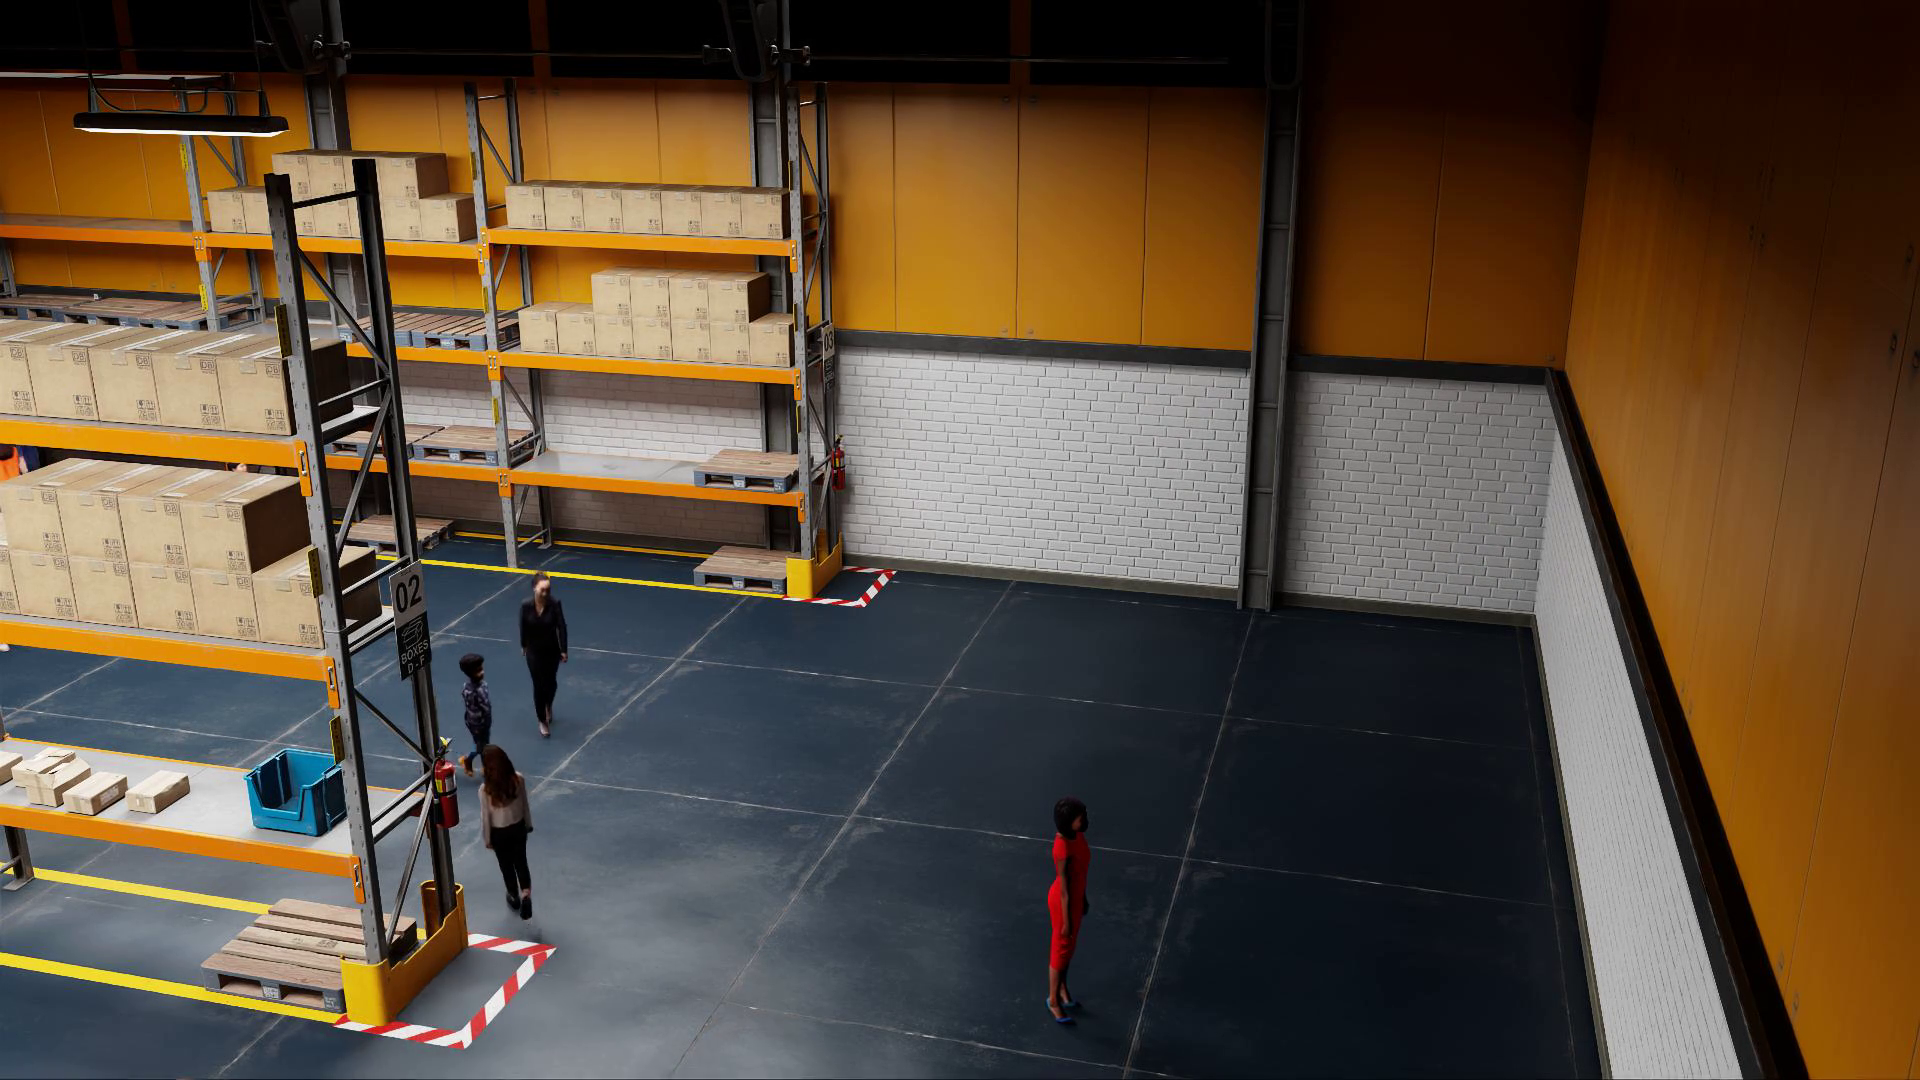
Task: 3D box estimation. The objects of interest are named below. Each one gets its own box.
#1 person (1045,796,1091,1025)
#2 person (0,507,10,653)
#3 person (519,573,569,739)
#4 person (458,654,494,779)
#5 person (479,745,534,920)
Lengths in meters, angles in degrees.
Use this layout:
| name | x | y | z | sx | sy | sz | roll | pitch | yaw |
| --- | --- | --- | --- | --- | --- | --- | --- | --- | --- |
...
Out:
| name | x | y | z | sx | sy | sz | roll | pitch | yaw |
| --- | --- | --- | --- | --- | --- | --- | --- | --- | --- |
| person | 0.759 | 2.607 | 11.821 | 0.491 | 1.743 | 0.551 | 5 | 19 | 14 |
| person | -10.716 | 0.245 | 18.531 | 0.700 | 1.939 | 0.731 | 13 | 23 | 34 |
| person | -4.132 | 1.099 | 16.422 | 0.902 | 1.666 | 0.905 | -3 | 19 | -10 |
| person | -4.511 | 1.648 | 15.451 | 0.625 | 1.245 | 0.490 | 5 | 19 | 15 |
| person | -3.536 | 2.316 | 13.113 | 0.841 | 1.471 | 0.918 | -12 | 22 | -31 |
